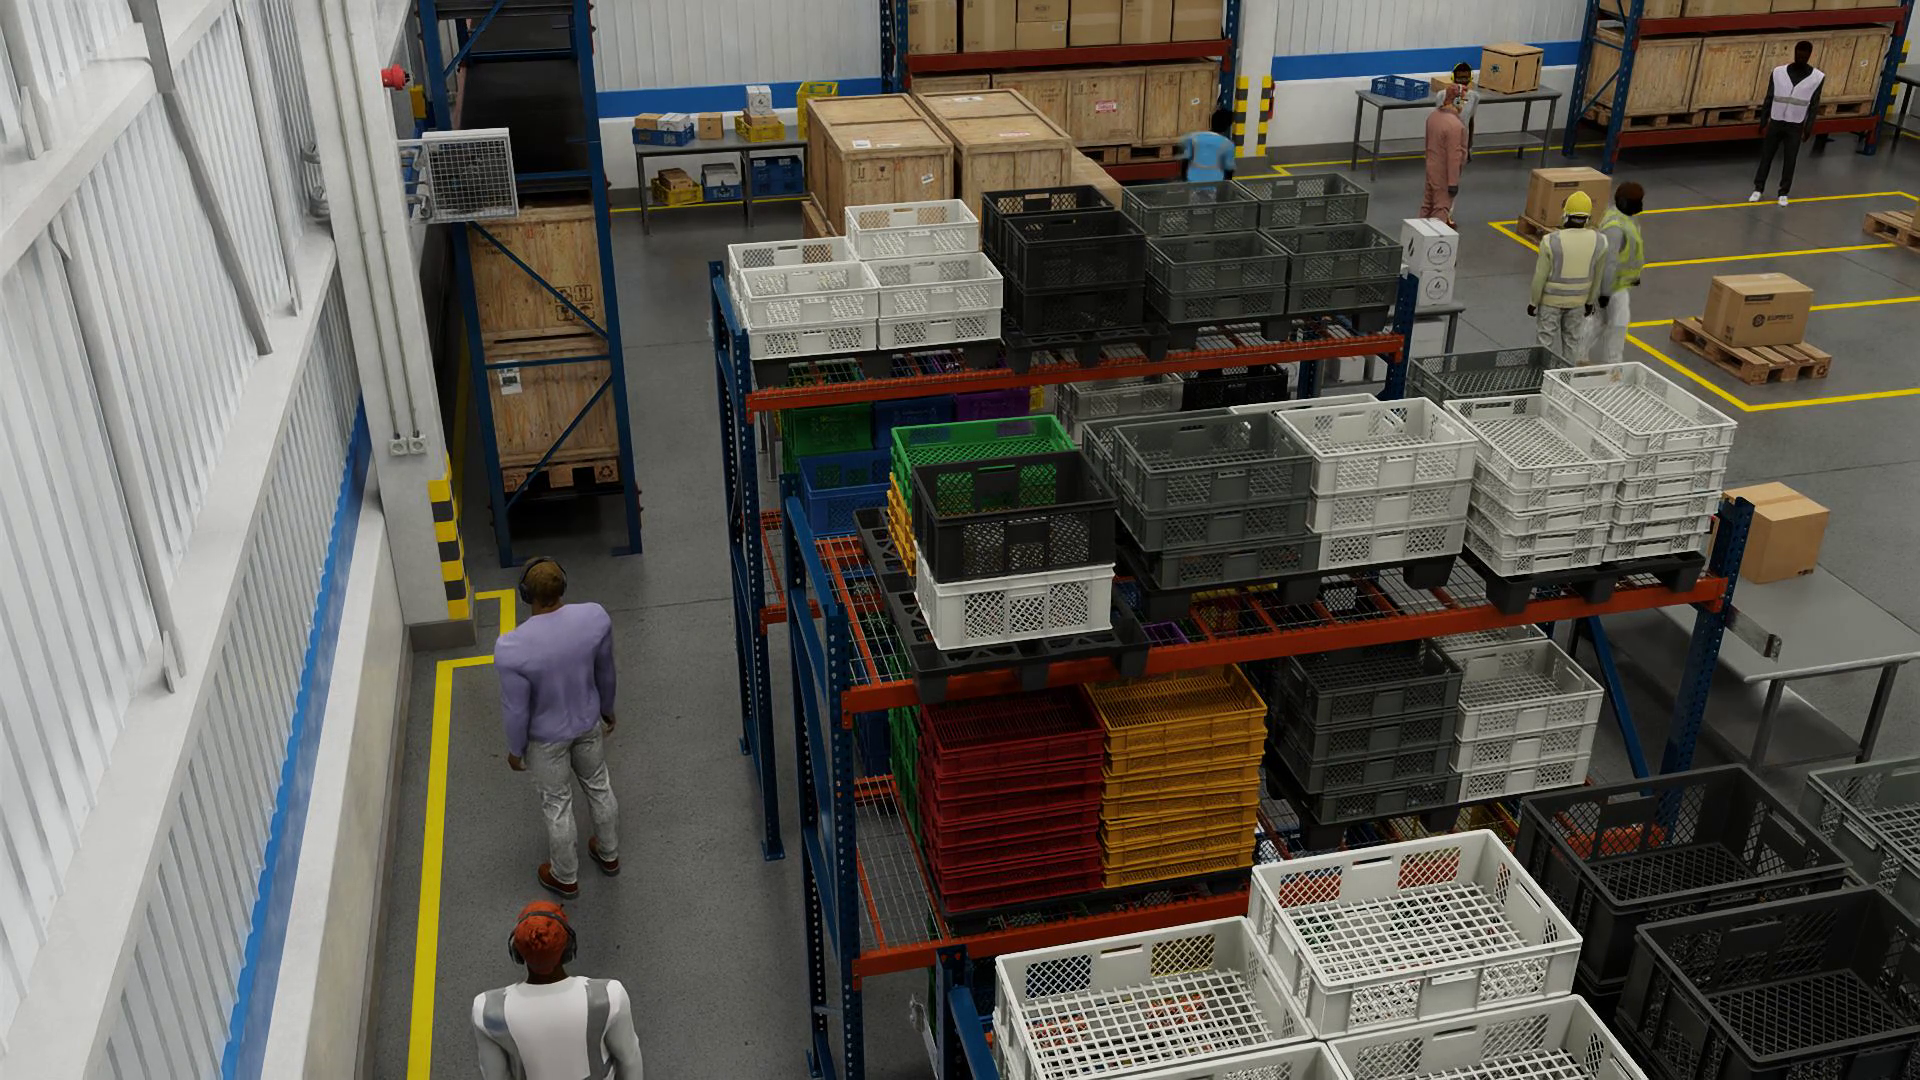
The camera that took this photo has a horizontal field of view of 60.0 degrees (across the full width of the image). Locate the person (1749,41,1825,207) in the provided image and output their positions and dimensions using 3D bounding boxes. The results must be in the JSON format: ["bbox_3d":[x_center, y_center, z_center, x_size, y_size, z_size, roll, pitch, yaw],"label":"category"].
[{"bbox_3d":[9.744,-4.918,19.606,0.591,1.910,0.380,16,32,27],"label":"person"}]

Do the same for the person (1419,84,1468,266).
[{"bbox_3d":[5.133,-3.865,17.613,0.407,1.904,0.639,-4,28,-8],"label":"person"}]

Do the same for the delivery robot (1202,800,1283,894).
[{"bbox_3d":[1.434,1.563,8.652,0.477,0.478,0.707,-4,28,-7],"label":"delivery robot"}]

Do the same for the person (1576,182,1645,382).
[{"bbox_3d":[5.797,-2.292,14.738,0.593,1.815,0.686,12,30,21],"label":"person"}]

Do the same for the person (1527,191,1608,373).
[{"bbox_3d":[5.189,-2.094,14.327,0.592,1.833,0.404,-2,28,-3],"label":"person"}]

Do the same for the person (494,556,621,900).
[{"bbox_3d":[-2.020,0.946,8.447,0.635,1.939,0.361,-24,36,-37],"label":"person"}]

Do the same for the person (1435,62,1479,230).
[{"bbox_3d":[5.534,-4.430,18.717,0.518,1.874,0.330,-1,28,-2],"label":"person"}]

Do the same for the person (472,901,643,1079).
[{"bbox_3d":[-1.469,2.132,6.257,0.575,1.882,0.355,-5,28,-9],"label":"person"}]

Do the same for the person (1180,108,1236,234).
[{"bbox_3d":[2.619,-3.739,17.629,0.616,1.662,0.318,10,29,18],"label":"person"}]
